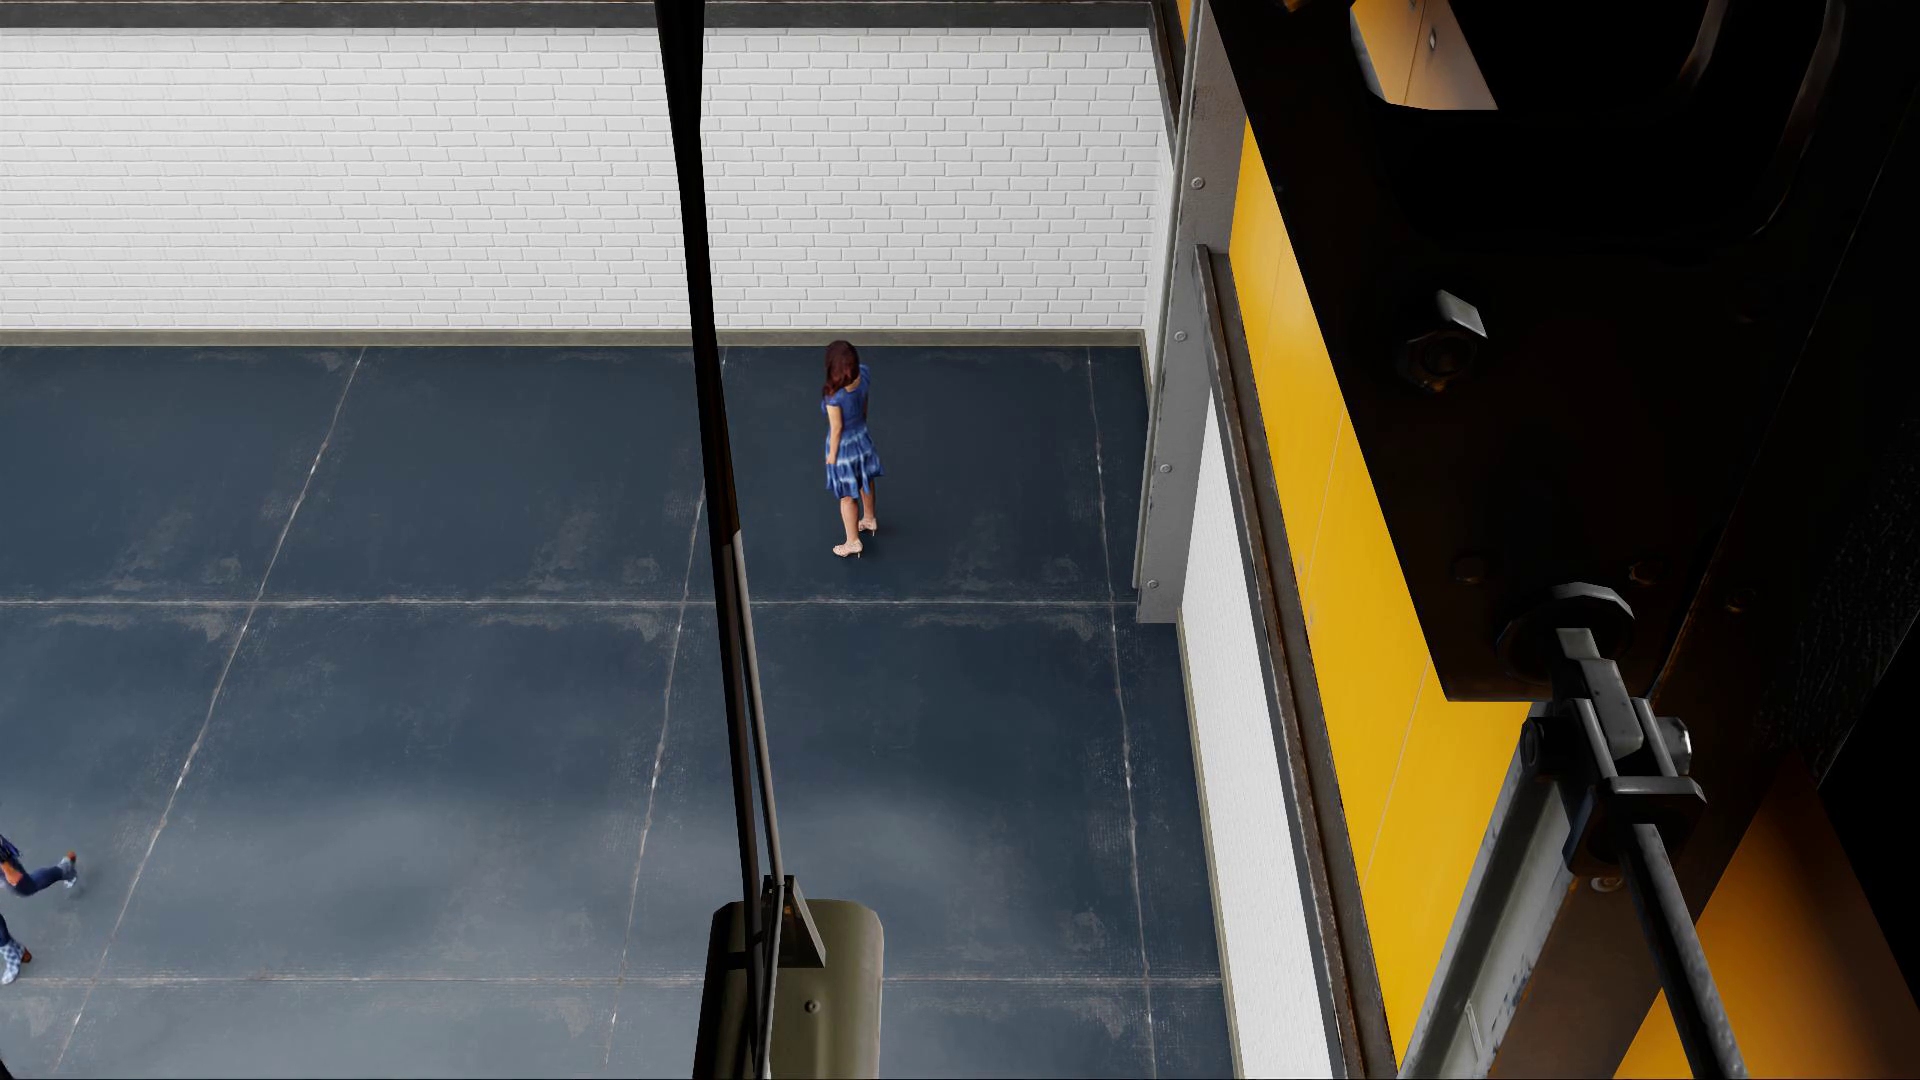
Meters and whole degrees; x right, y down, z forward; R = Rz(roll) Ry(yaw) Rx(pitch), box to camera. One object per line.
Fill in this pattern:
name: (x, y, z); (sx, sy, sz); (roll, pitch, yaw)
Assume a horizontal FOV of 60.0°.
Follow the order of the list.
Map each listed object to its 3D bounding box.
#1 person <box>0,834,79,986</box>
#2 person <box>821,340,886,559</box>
person: (-5.319, 1.722, 9.148); (0.718, 1.597, 1.038); (6, 44, 7)
person: (-0.770, -0.626, 11.461); (0.813, 1.805, 0.680); (19, 47, 19)
